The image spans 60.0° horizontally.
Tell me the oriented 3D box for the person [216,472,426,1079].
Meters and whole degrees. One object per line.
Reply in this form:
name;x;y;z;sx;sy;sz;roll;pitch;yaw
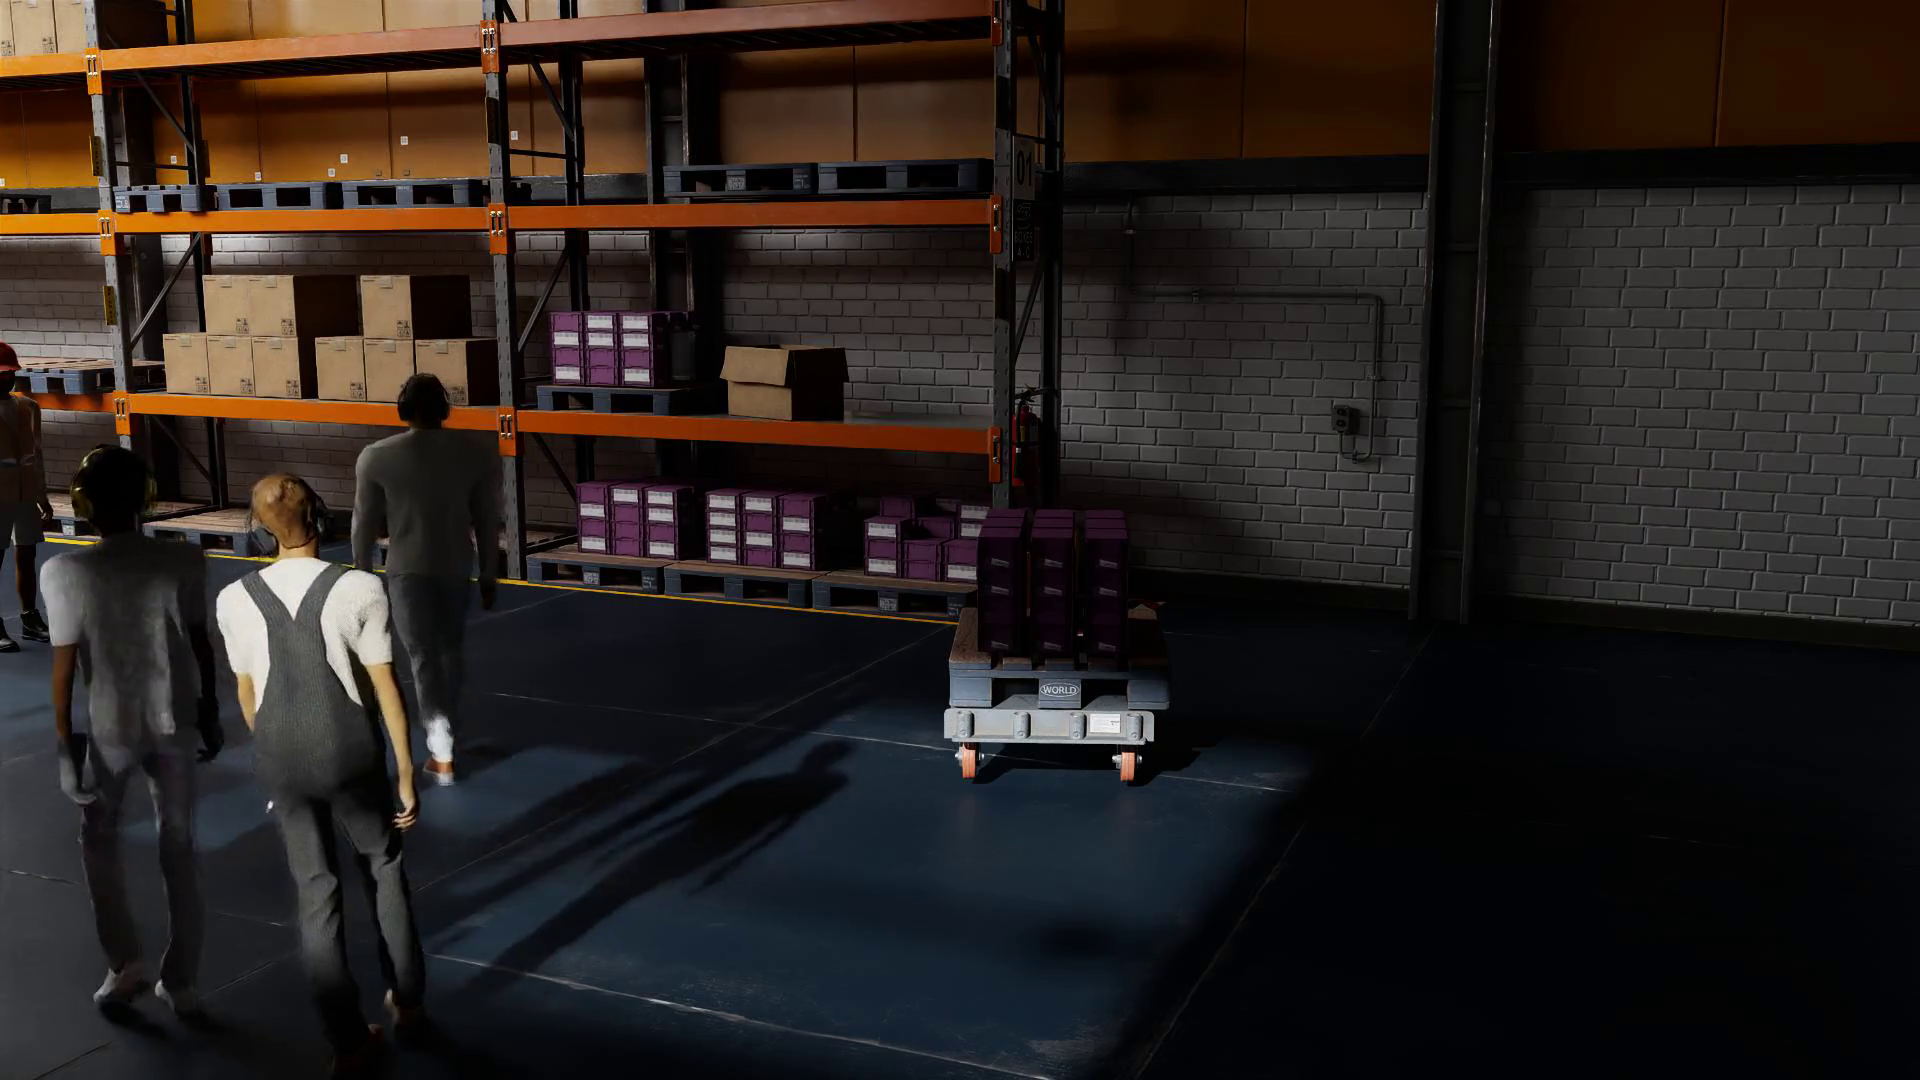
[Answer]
person;-1.908;0.691;5.049;0.559;1.804;0.636;-2;10;-10

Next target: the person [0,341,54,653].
person;-5.963;-0.276;10.435;0.361;1.938;0.545;5;11;26

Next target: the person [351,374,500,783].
person;-2.579;0.152;8.004;0.644;1.890;0.989;-6;11;-33

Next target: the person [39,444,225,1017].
person;-2.622;0.619;5.345;0.534;1.853;0.461;-7;12;-38
